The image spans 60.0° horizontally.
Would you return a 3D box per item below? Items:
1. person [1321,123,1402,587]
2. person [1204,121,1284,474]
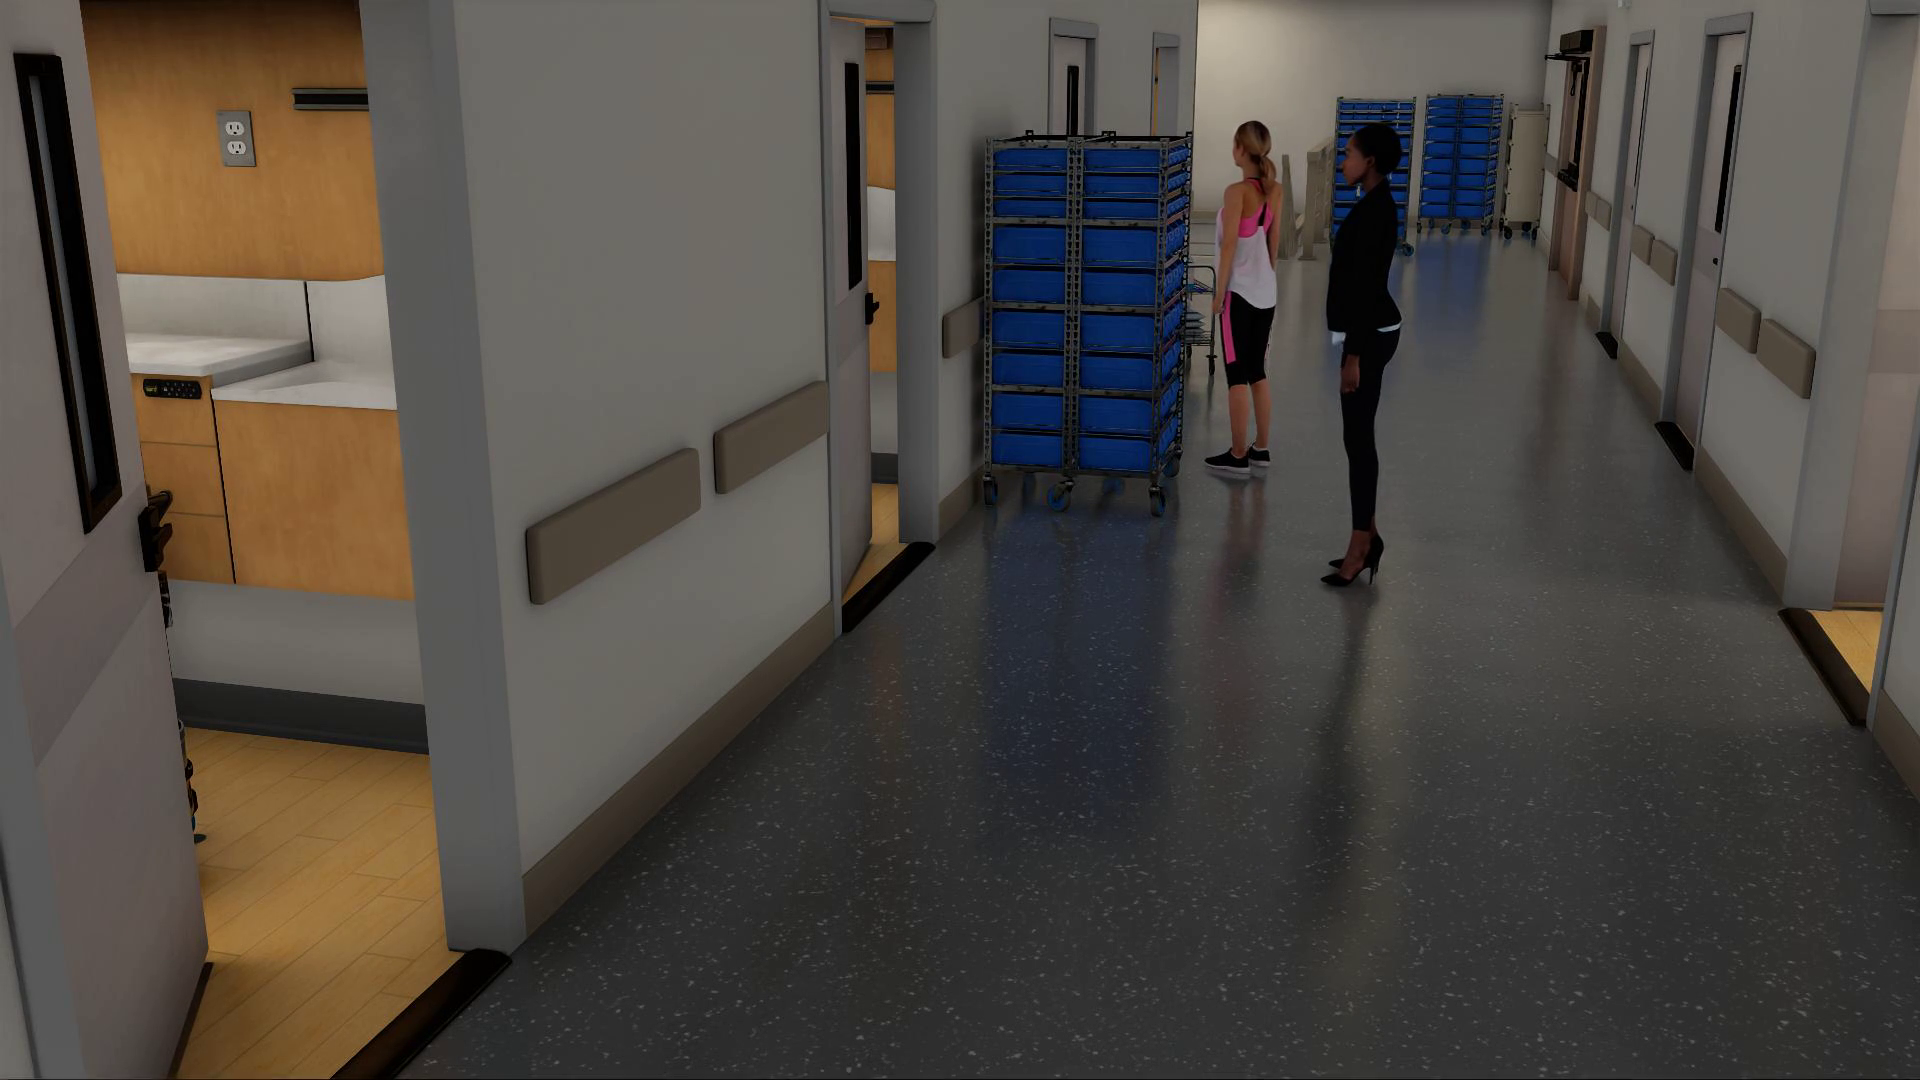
[{"bbox_3d":[1.632,-0.734,6.688,0.647,1.833,0.445,4,16,13],"label":"person"},{"bbox_3d":[1.489,-1.244,8.581,0.658,1.789,0.764,-14,21,-41],"label":"person"}]
